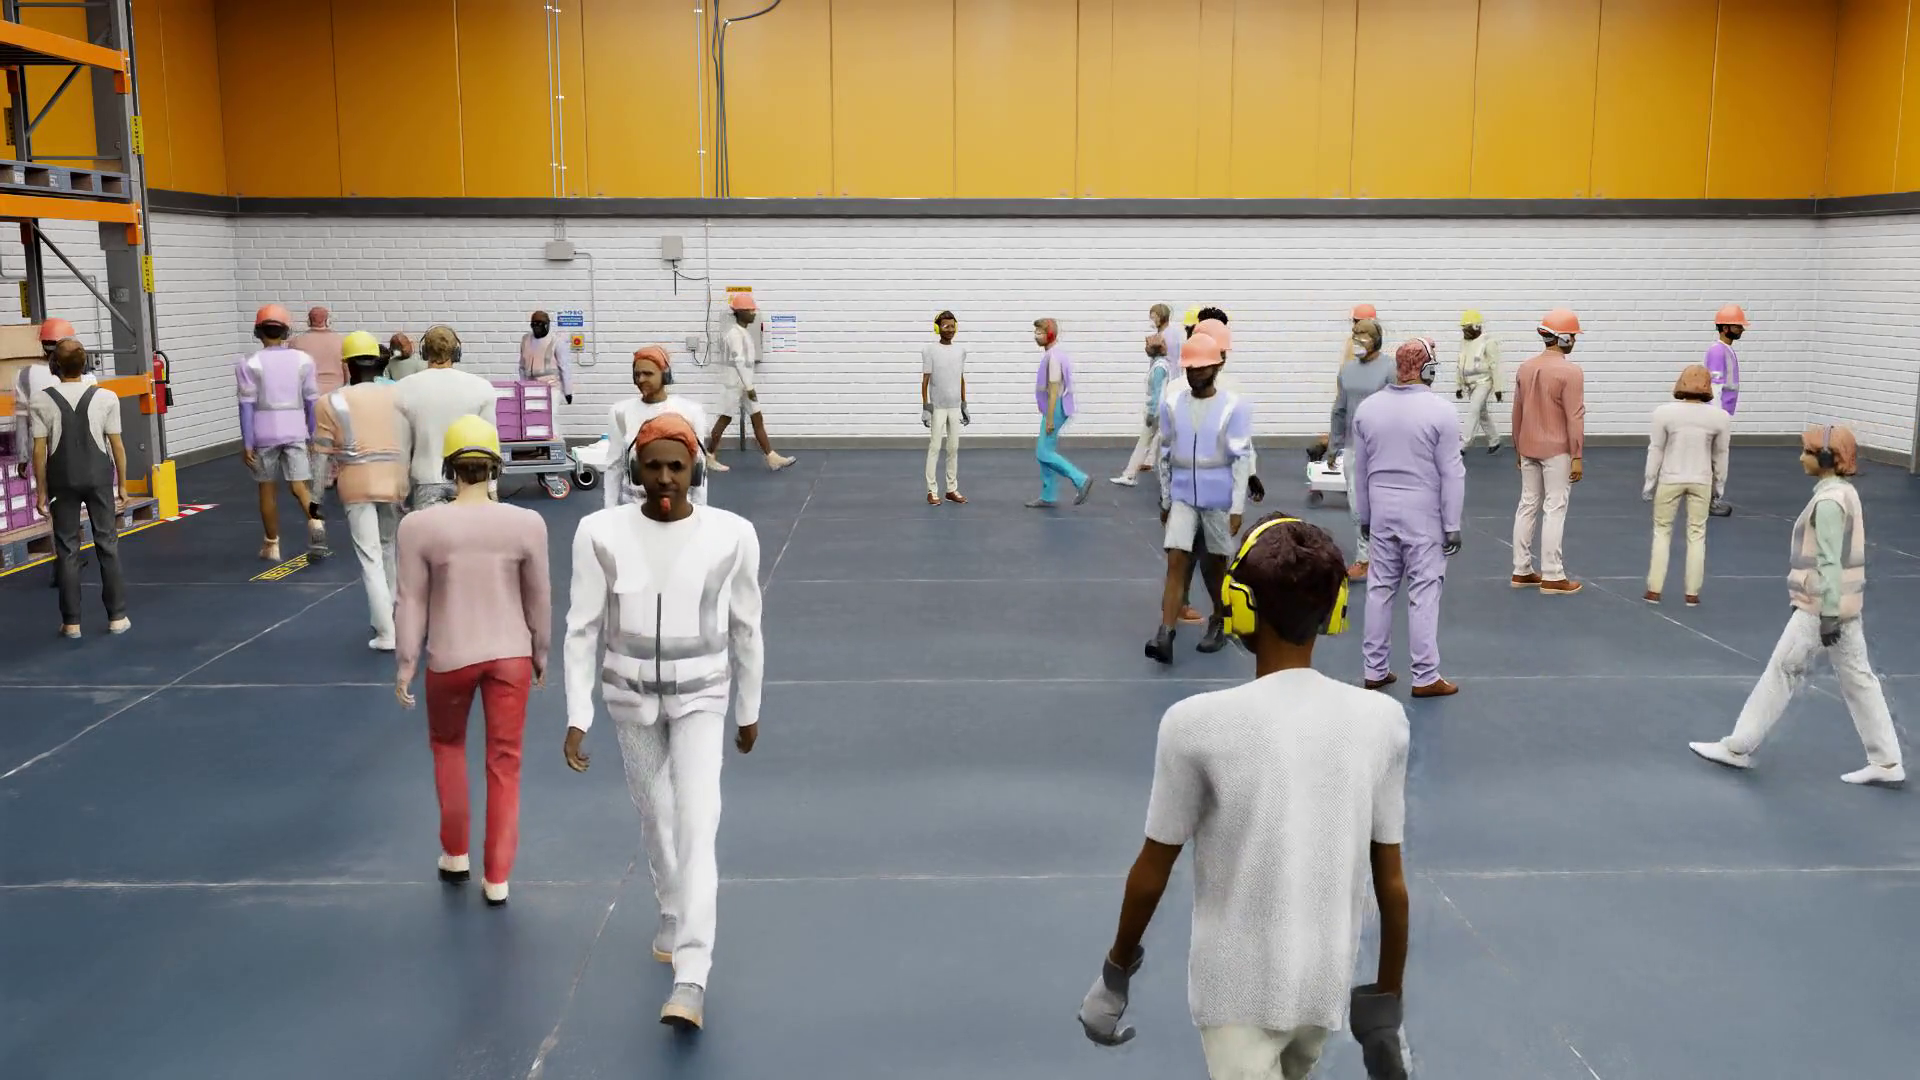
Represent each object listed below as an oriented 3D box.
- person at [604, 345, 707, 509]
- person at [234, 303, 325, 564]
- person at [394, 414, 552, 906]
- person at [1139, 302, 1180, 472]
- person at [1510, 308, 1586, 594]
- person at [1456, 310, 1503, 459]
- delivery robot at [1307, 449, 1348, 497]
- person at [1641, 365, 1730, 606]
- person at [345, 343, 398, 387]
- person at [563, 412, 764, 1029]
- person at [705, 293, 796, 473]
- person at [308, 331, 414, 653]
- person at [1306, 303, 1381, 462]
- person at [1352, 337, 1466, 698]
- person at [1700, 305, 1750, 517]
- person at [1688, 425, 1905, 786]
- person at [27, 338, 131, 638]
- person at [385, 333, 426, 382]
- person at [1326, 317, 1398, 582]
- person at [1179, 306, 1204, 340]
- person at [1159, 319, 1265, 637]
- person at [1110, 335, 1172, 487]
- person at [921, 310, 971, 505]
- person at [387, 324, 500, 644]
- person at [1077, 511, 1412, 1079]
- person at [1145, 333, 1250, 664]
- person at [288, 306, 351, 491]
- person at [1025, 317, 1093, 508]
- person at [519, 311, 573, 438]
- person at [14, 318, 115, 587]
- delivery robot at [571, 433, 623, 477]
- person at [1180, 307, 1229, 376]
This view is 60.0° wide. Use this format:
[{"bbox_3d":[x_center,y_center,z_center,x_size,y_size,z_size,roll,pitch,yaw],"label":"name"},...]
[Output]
[{"bbox_3d":[-1.728,-0.199,9.549,0.589,1.847,0.956,3,10,15],"label":"person"},{"bbox_3d":[-5.165,-0.795,12.704,0.606,2.015,0.879,-8,12,-41],"label":"person"},{"bbox_3d":[-1.767,0.416,6.041,0.560,1.738,0.652,-3,10,-20],"label":"person"},{"bbox_3d":[2.347,-1.681,18.461,0.860,1.909,0.629,-1,9,-6],"label":"person"},{"bbox_3d":[4.146,-0.623,11.672,0.395,1.991,0.622,-4,10,-24],"label":"person"},{"bbox_3d":[6.247,-1.865,19.976,0.949,1.779,0.633,-3,10,-19],"label":"person"},{"bbox_3d":[3.652,-0.618,15.760,0.707,0.478,0.477,2,9,15],"label":"delivery robot"},{"bbox_3d":[4.878,-0.364,11.206,0.527,1.630,0.279,2,10,15],"label":"person"},{"bbox_3d":[-4.717,-0.763,13.526,0.528,1.667,0.801,-5,11,-28],"label":"person"},{"bbox_3d":[-0.910,0.527,5.130,0.582,1.827,1.005,0,9,0],"label":"person"},{"bbox_3d":[-2.402,-1.725,18.455,1.067,1.995,0.607,1,9,7],"label":"person"},{"bbox_3d":[-3.585,-0.296,9.990,0.611,1.888,0.864,-8,12,-41],"label":"person"},{"bbox_3d":[4.172,-1.591,17.866,0.733,1.913,0.544,2,9,10],"label":"person"},{"bbox_3d":[2.403,-0.120,8.859,0.409,1.908,0.639,-9,13,-42],"label":"person"},{"bbox_3d":[7.018,-1.191,15.330,0.372,1.939,0.544,6,11,31],"label":"person"},{"bbox_3d":[3.780,0.284,7.341,0.879,1.586,0.539,7,11,35],"label":"person"},{"bbox_3d":[-5.416,-0.318,10.258,0.514,1.845,0.336,-5,11,-29],"label":"person"},{"bbox_3d":[-5.868,-1.383,17.530,0.538,1.582,0.813,4,10,25],"label":"person"},{"bbox_3d":[2.893,-0.642,12.017,0.587,1.915,0.664,-5,11,-28],"label":"person"},{"bbox_3d":[2.384,-1.346,16.357,0.563,1.909,0.605,-2,9,-12],"label":"person"},{"bbox_3d":[1.612,-0.388,10.348,0.630,1.946,0.973,-8,12,-40],"label":"person"},{"bbox_3d":[2.032,-1.320,17.178,0.881,1.584,0.529,0,9,-1],"label":"person"},{"bbox_3d":[-0.130,-1.273,16.041,0.532,1.870,0.315,-6,11,-32],"label":"person"},{"bbox_3d":[-3.081,-0.319,9.979,0.629,1.939,0.374,-2,10,-14],"label":"person"},{"bbox_3d":[0.548,0.855,3.149,0.540,1.817,0.970,-4,10,-22],"label":"person"},{"bbox_3d":[1.362,-0.226,9.549,0.573,1.888,0.962,5,10,26],"label":"person"},{"bbox_3d":[-6.627,-1.471,17.211,0.642,1.880,0.798,-6,11,-32],"label":"person"},{"bbox_3d":[0.919,-1.180,15.634,0.549,1.820,0.605,0,9,2],"label":"person"},{"bbox_3d":[-4.748,-1.752,19.250,0.642,1.793,0.688,5,10,26],"label":"person"},{"bbox_3d":[-6.472,-0.651,12.114,0.580,1.901,0.880,-1,9,-5],"label":"person"},{"bbox_3d":[-3.661,-0.862,17.255,0.707,0.478,0.477,-3,10,-16],"label":"delivery robot"},{"bbox_3d":[2.001,-0.924,13.629,0.381,1.958,0.602,4,10,24],"label":"person"}]
